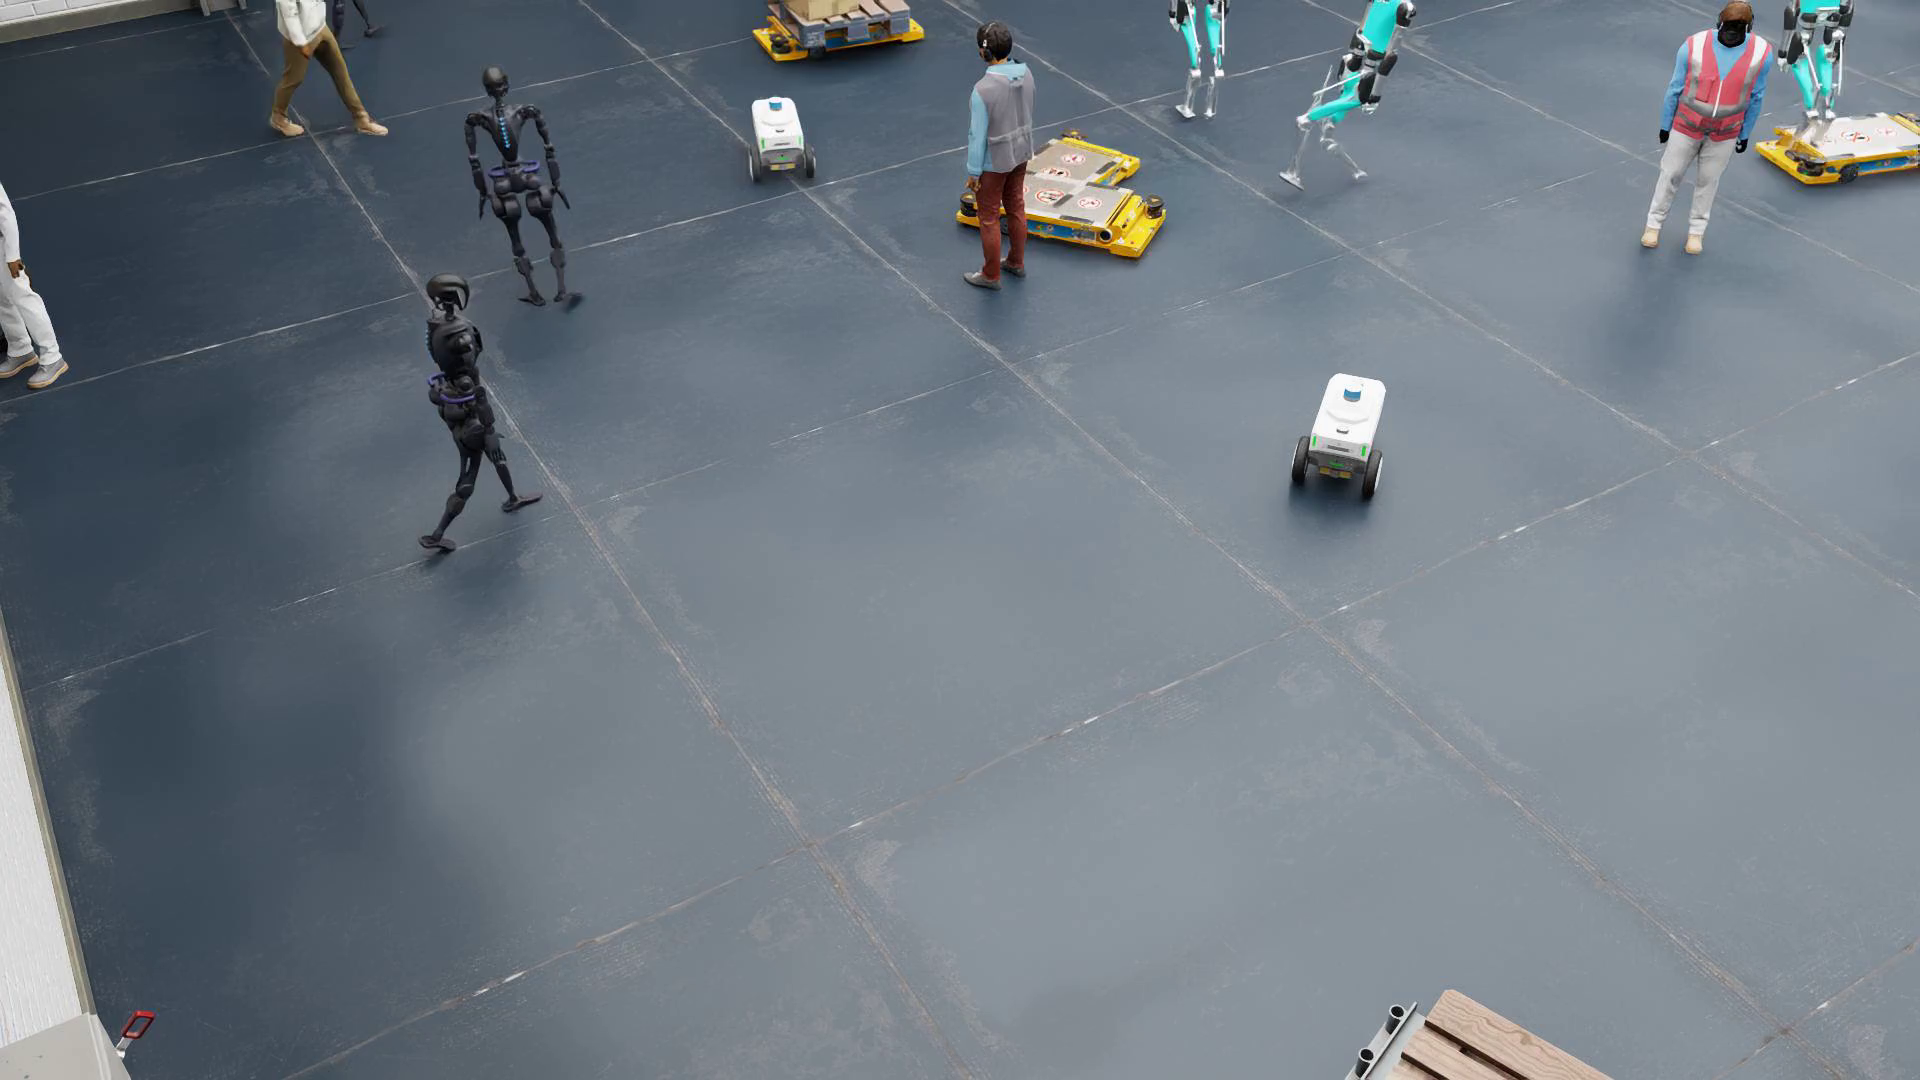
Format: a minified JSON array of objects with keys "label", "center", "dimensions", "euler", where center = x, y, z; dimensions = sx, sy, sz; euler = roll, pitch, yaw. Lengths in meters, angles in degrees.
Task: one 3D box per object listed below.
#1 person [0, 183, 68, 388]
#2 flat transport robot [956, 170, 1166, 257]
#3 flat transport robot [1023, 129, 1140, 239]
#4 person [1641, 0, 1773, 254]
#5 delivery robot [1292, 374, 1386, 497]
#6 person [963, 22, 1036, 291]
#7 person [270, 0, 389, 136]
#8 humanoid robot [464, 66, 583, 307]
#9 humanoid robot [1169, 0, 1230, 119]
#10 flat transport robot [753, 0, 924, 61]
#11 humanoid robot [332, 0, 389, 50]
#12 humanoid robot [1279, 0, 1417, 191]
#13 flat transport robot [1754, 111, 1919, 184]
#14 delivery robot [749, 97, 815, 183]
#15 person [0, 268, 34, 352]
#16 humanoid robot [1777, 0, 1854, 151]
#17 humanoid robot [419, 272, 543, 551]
[{"label":"person","center":[-6.034,-1.823,10.295],"dimensions":[0.573,1.882,0.356],"euler":[16,41,19]},{"label":"flat transport robot","center":[0.754,-2.451,12.384],"dimensions":[1.431,0.231,0.659],"euler":[15,41,18]},{"label":"flat transport robot","center":[0.755,-2.740,12.749],"dimensions":[0.659,0.231,1.431],"euler":[22,43,26]},{"label":"person","center":[5.239,-2.896,11.692],"dimensions":[0.630,1.837,0.431],"euler":[11,40,14]},{"label":"delivery robot","center":[2.290,-0.640,9.884],"dimensions":[0.499,0.614,0.808],"euler":[13,40,15]},{"label":"person","center":[0.277,-2.562,11.237],"dimensions":[0.415,1.871,0.541],"euler":[32,48,34]},{"label":"person","center":[-5.226,-4.019,13.200],"dimensions":[0.947,1.725,0.536],"euler":[7,39,9]},{"label":"humanoid robot","center":[-2.934,-2.335,11.109],"dimensions":[0.609,1.643,0.437],"euler":[-8,39,-10]},{"label":"humanoid robot","center":[1.988,-4.212,13.412],"dimensions":[0.530,1.782,0.680],"euler":[-7,39,-9]},{"label":"flat transport robot","center":[-1.111,-4.664,15.177],"dimensions":[1.431,0.231,0.659],"euler":[-15,41,-18]},{"label":"humanoid robot","center":[-5.481,-5.192,14.722],"dimensions":[0.656,1.635,0.608],"euler":[-25,45,-28]},{"label":"humanoid robot","center":[2.779,-3.382,12.449],"dimensions":[1.056,1.771,0.554],"euler":[-11,40,-13]},{"label":"flat transport robot","center":[7.151,-3.118,13.225],"dimensions":[1.431,0.231,0.659],"euler":[-9,39,-12]},{"label":"delivery robot","center":[-1.426,-3.161,13.061],"dimensions":[0.499,0.608,0.799],"euler":[-7,39,-9]},{"label":"person","center":[-6.327,-2.107,10.608],"dimensions":[0.351,1.938,0.543],"euler":[1,38,2]},{"label":"humanoid robot","center":[6.618,-3.706,12.776],"dimensions":[0.530,1.749,0.779],"euler":[-4,39,-5]},{"label":"humanoid robot","center":[-2.747,-0.709,9.100],"dimensions":[0.796,1.634,0.609],"euler":[-24,44,-28]}]
